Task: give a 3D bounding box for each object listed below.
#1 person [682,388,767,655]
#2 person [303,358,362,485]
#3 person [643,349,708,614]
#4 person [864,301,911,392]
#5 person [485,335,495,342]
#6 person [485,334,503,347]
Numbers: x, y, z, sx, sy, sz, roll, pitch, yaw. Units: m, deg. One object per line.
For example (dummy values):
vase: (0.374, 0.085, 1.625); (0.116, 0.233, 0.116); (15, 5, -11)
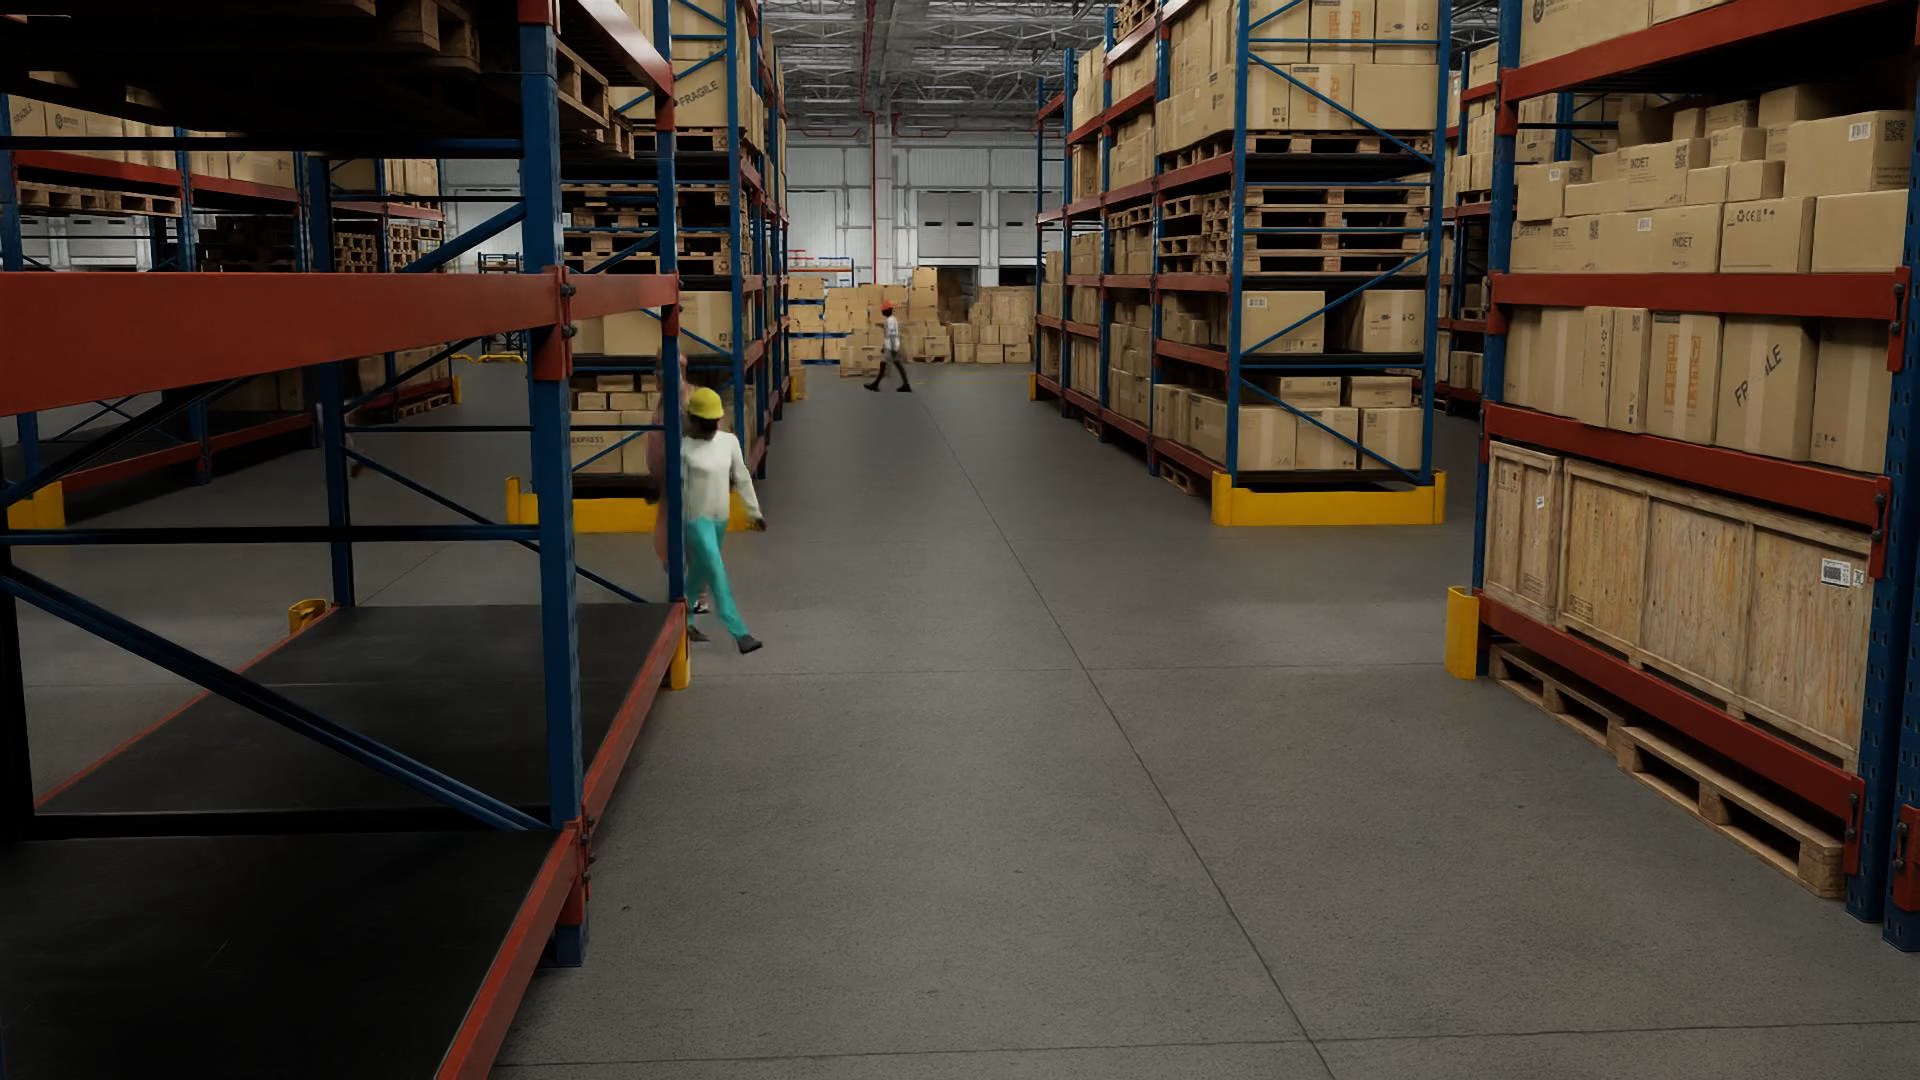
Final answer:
person: (-1.584, -0.124, 10.596); (0.943, 1.696, 0.536); (7, 11, 37)
person: (-7.225, -1.618, 19.120); (0.633, 1.982, 0.439); (1, 9, 7)
person: (-2.008, -0.381, 11.603); (0.576, 1.893, 0.639); (-4, 10, -25)
person: (-1.456, -3.966, 34.177); (0.966, 1.880, 0.566); (1, 9, 4)
person: (-16.992, -8.120, 60.023); (0.606, 1.951, 0.382); (8, 12, 40)
person: (-15.776, -7.575, 56.320); (0.696, 2.000, 0.932); (8, 12, 42)
